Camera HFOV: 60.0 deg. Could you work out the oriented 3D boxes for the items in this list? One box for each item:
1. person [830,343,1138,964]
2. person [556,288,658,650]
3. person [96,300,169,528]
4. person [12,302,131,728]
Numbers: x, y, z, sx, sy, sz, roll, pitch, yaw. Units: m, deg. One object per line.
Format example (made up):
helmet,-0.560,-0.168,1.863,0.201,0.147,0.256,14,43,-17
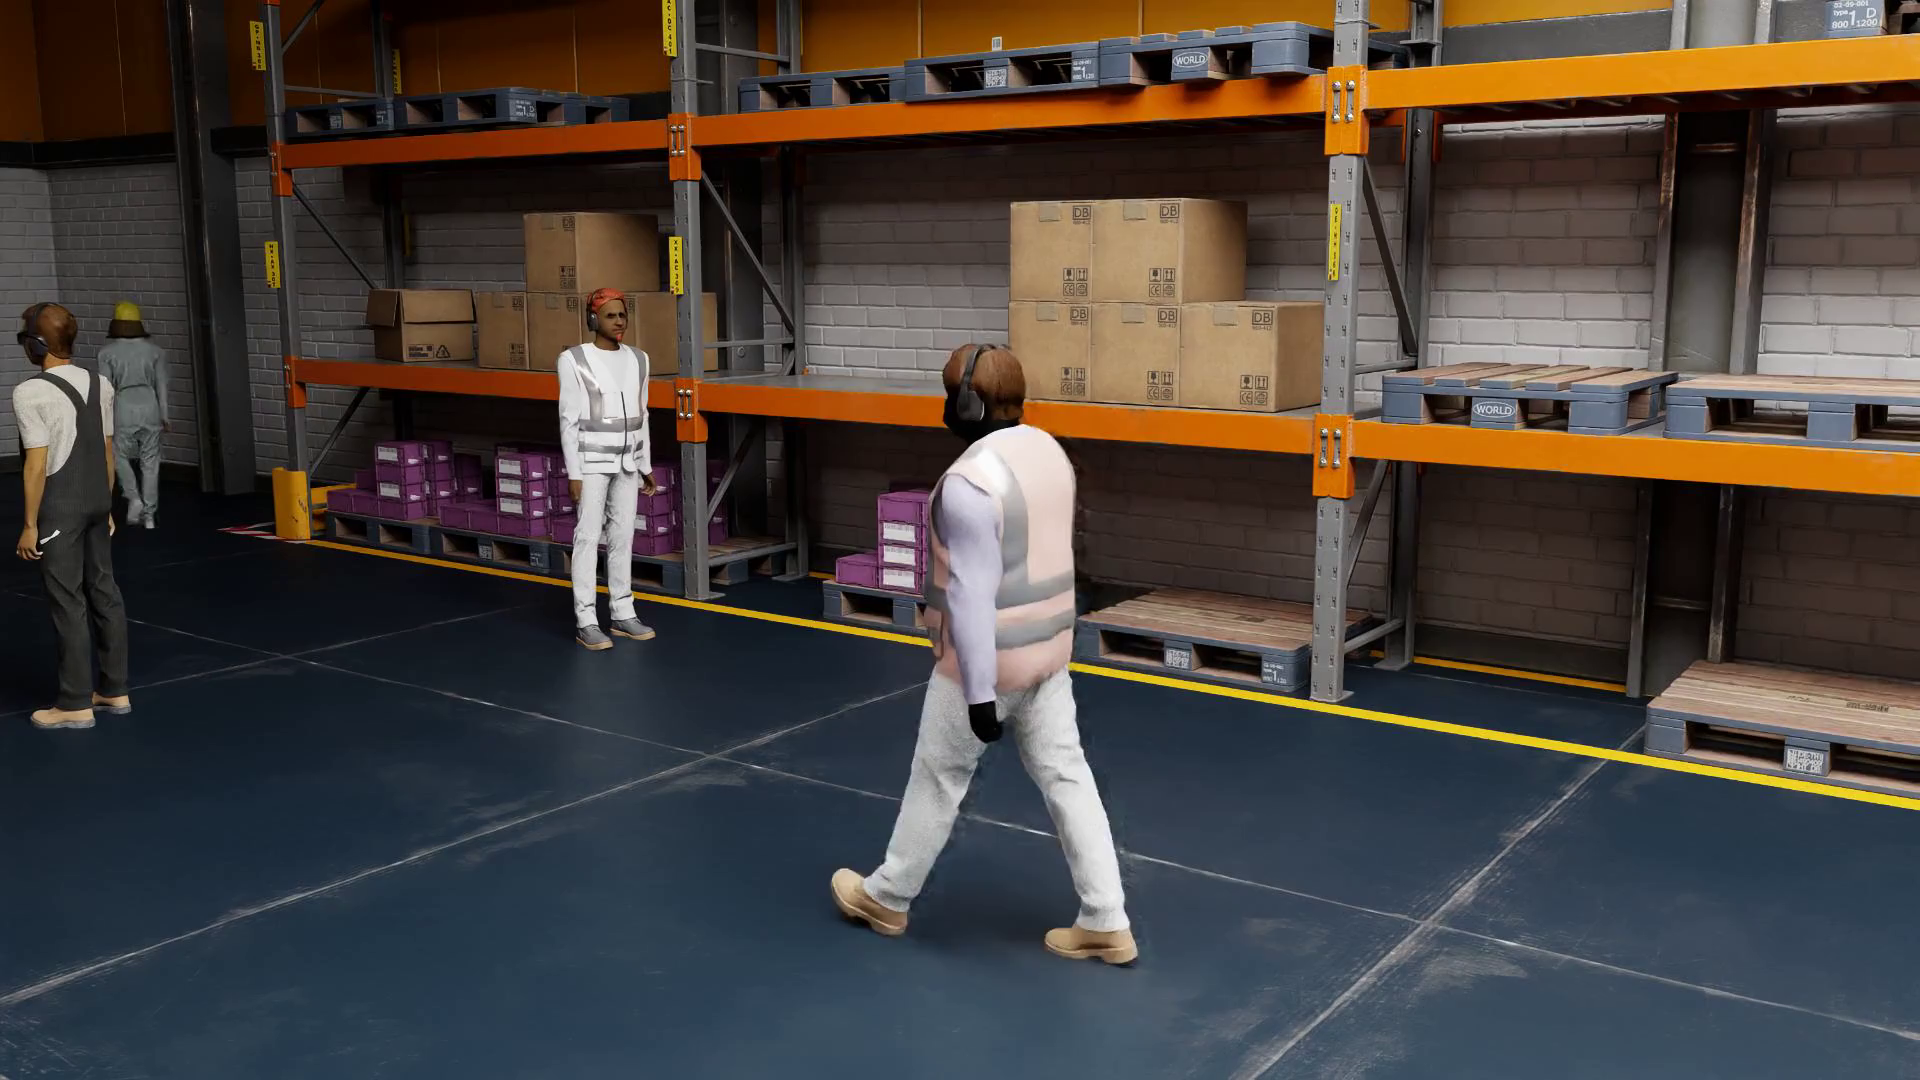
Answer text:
person,0.086,0.334,4.815,0.985,1.793,0.639,6,11,33
person,-1.845,-0.377,8.758,0.361,1.883,0.574,8,12,40
person,-6.195,-0.930,12.506,0.489,1.731,0.428,-7,12,-37
person,-3.879,-0.103,7.230,0.345,1.847,0.508,2,10,13
